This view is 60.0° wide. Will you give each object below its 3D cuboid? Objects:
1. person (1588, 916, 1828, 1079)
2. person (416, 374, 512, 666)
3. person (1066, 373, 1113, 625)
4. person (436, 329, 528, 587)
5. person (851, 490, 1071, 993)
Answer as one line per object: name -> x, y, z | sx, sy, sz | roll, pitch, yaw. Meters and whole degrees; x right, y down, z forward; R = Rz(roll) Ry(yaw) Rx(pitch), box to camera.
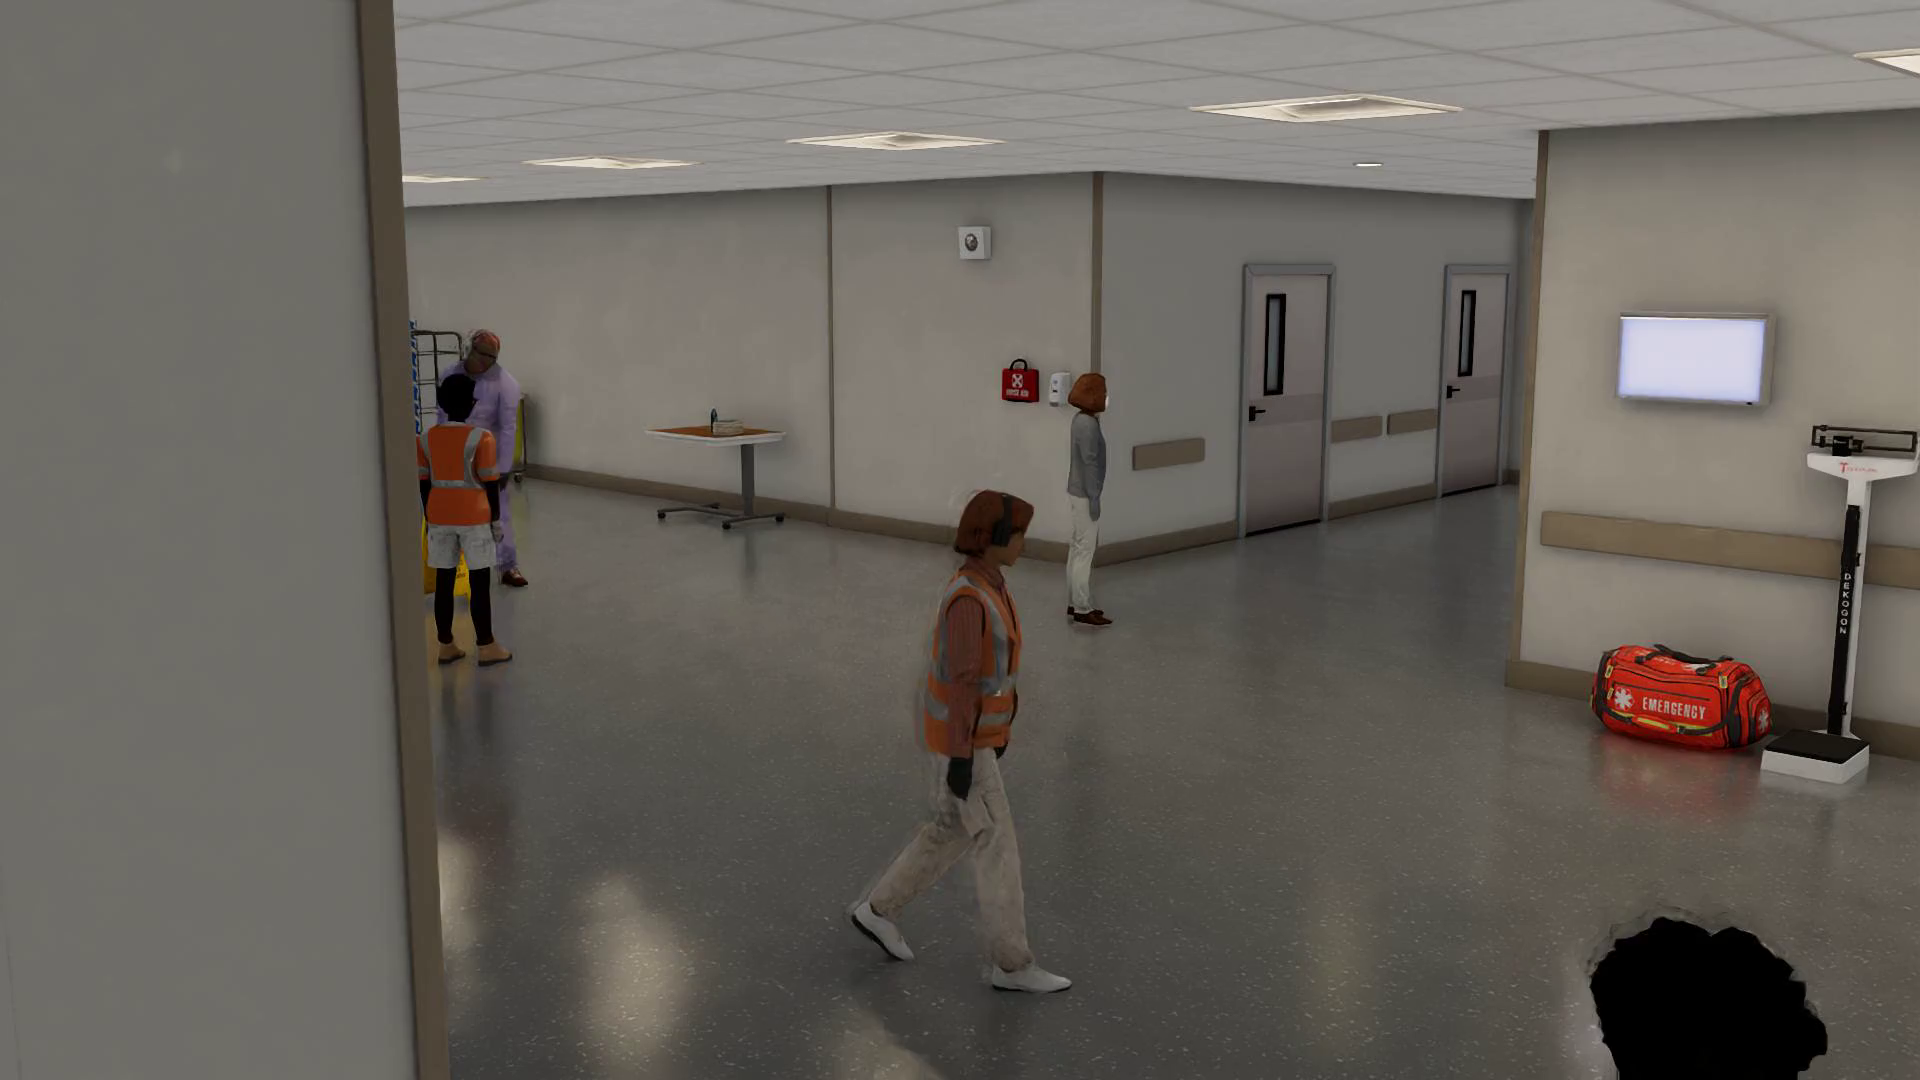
person -> 0.742, 1.175, 1.847 | 0.540, 1.669, 0.803 | 4, 10, 23
person -> -2.887, -0.110, 9.638 | 0.534, 1.697, 0.322 | 3, 10, 17
person -> 0.837, -0.269, 10.805 | 0.279, 1.633, 0.500 | -1, 9, -4
person -> -3.521, -0.579, 12.001 | 0.741, 1.874, 0.396 | 4, 10, 22
person -> -0.013, 0.635, 5.353 | 0.722, 1.606, 0.566 | 2, 9, 11
